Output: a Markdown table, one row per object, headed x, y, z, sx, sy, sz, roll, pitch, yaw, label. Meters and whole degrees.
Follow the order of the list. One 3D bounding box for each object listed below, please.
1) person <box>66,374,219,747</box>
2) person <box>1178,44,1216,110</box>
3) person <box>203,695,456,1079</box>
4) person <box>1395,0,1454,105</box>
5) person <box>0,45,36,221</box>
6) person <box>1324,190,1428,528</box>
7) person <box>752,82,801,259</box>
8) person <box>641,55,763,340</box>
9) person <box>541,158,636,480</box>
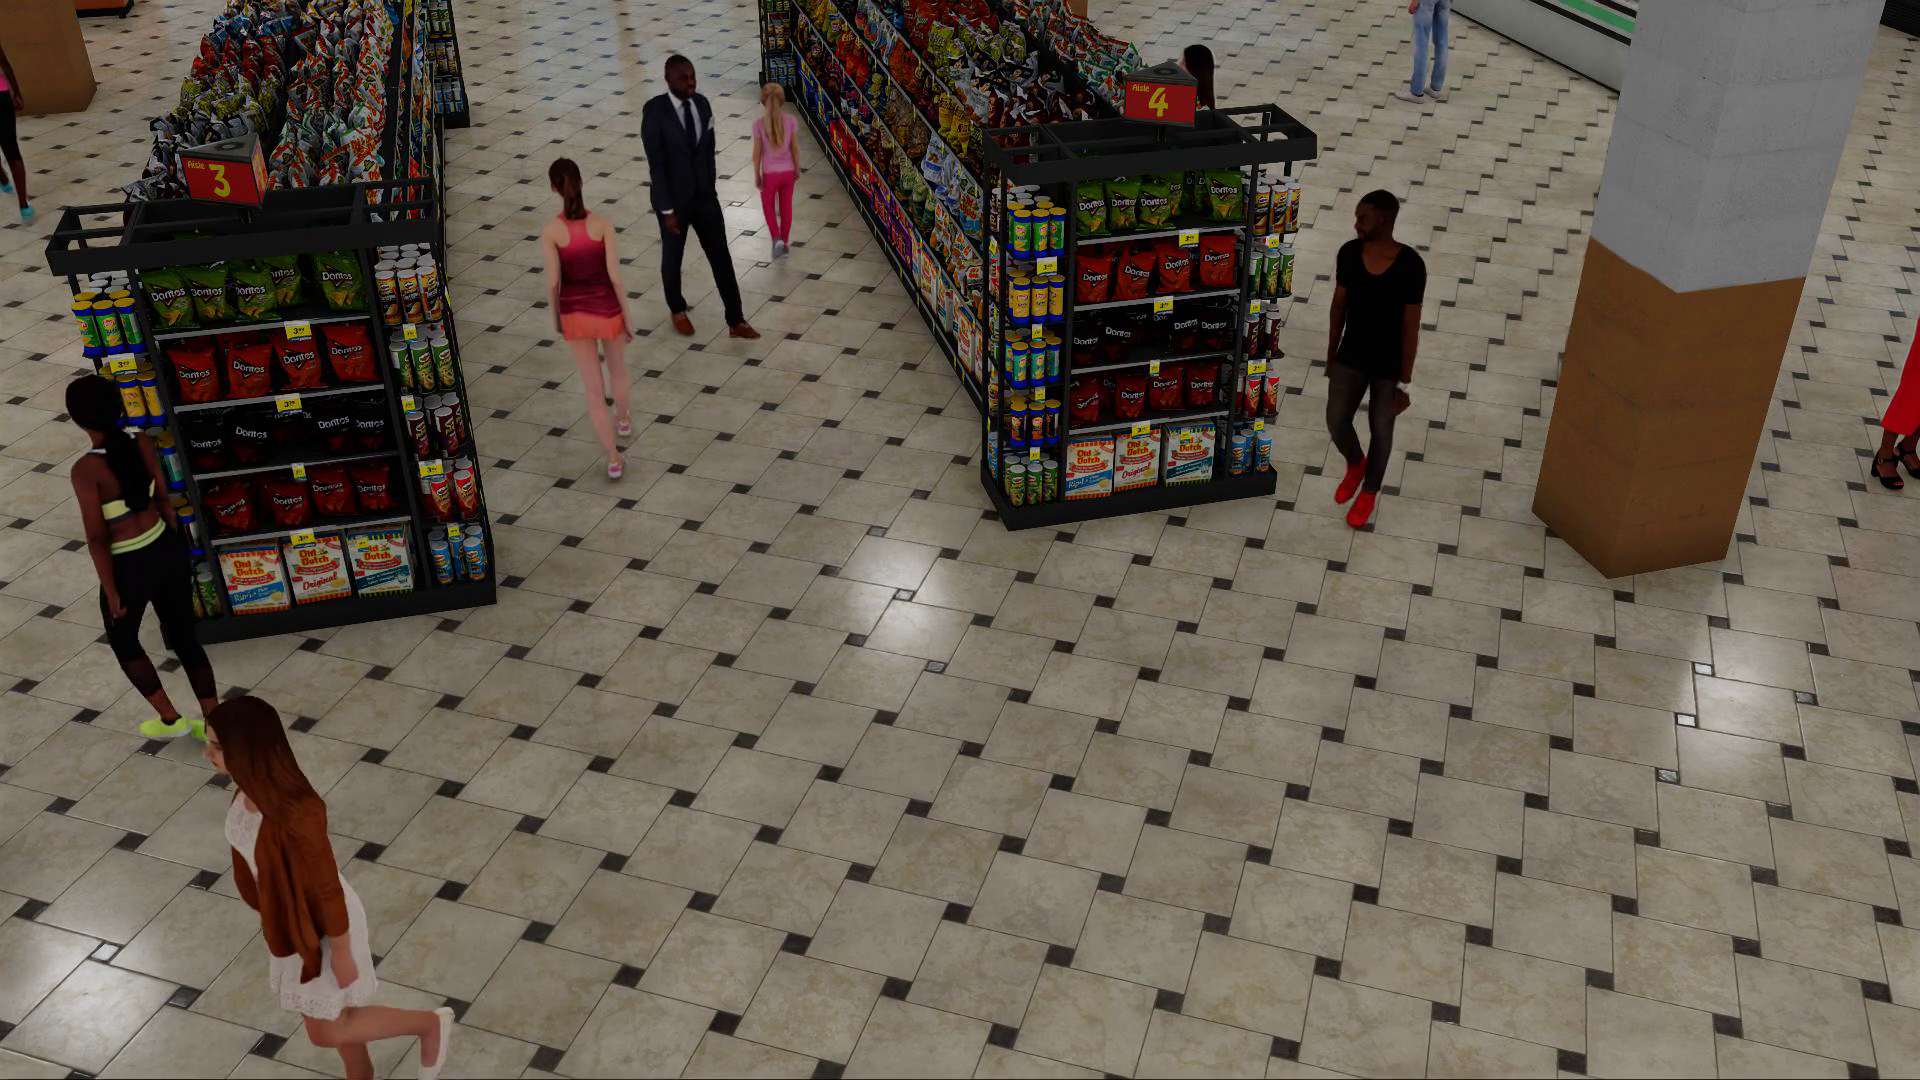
| x | y | z | sx | sy | sz | roll | pitch | yaw | label |
| --- | --- | --- | --- | --- | --- | --- | --- | --- | --- |
| -3.254 | 0.161 | 6.778 | 0.783 | 1.740 | 0.724 | 17 | 36 | 25 | person |
| 1.556 | -2.500 | 11.152 | 0.749 | 1.639 | 0.636 | 3 | 32 | 5 | person |
| -1.947 | 1.153 | 5.212 | 0.859 | 1.711 | 0.824 | -26 | 40 | -35 | person |
| 4.182 | -4.815 | 14.672 | 0.705 | 1.850 | 0.651 | -18 | 36 | -27 | person |
| -7.122 | -3.170 | 12.207 | 0.757 | 1.661 | 1.185 | -16 | 35 | -24 | person |
| 2.147 | -0.951 | 8.519 | 0.834 | 1.789 | 0.898 | 17 | 36 | 25 | person |
| -1.260 | -2.548 | 11.584 | 0.480 | 1.263 | 0.653 | -8 | 33 | -13 | person |
| -1.768 | -2.138 | 10.420 | 0.948 | 1.797 | 1.143 | -22 | 38 | -32 | person |
| -1.960 | -1.130 | 8.872 | 0.583 | 1.721 | 0.939 | -8 | 33 | -12 | person |
